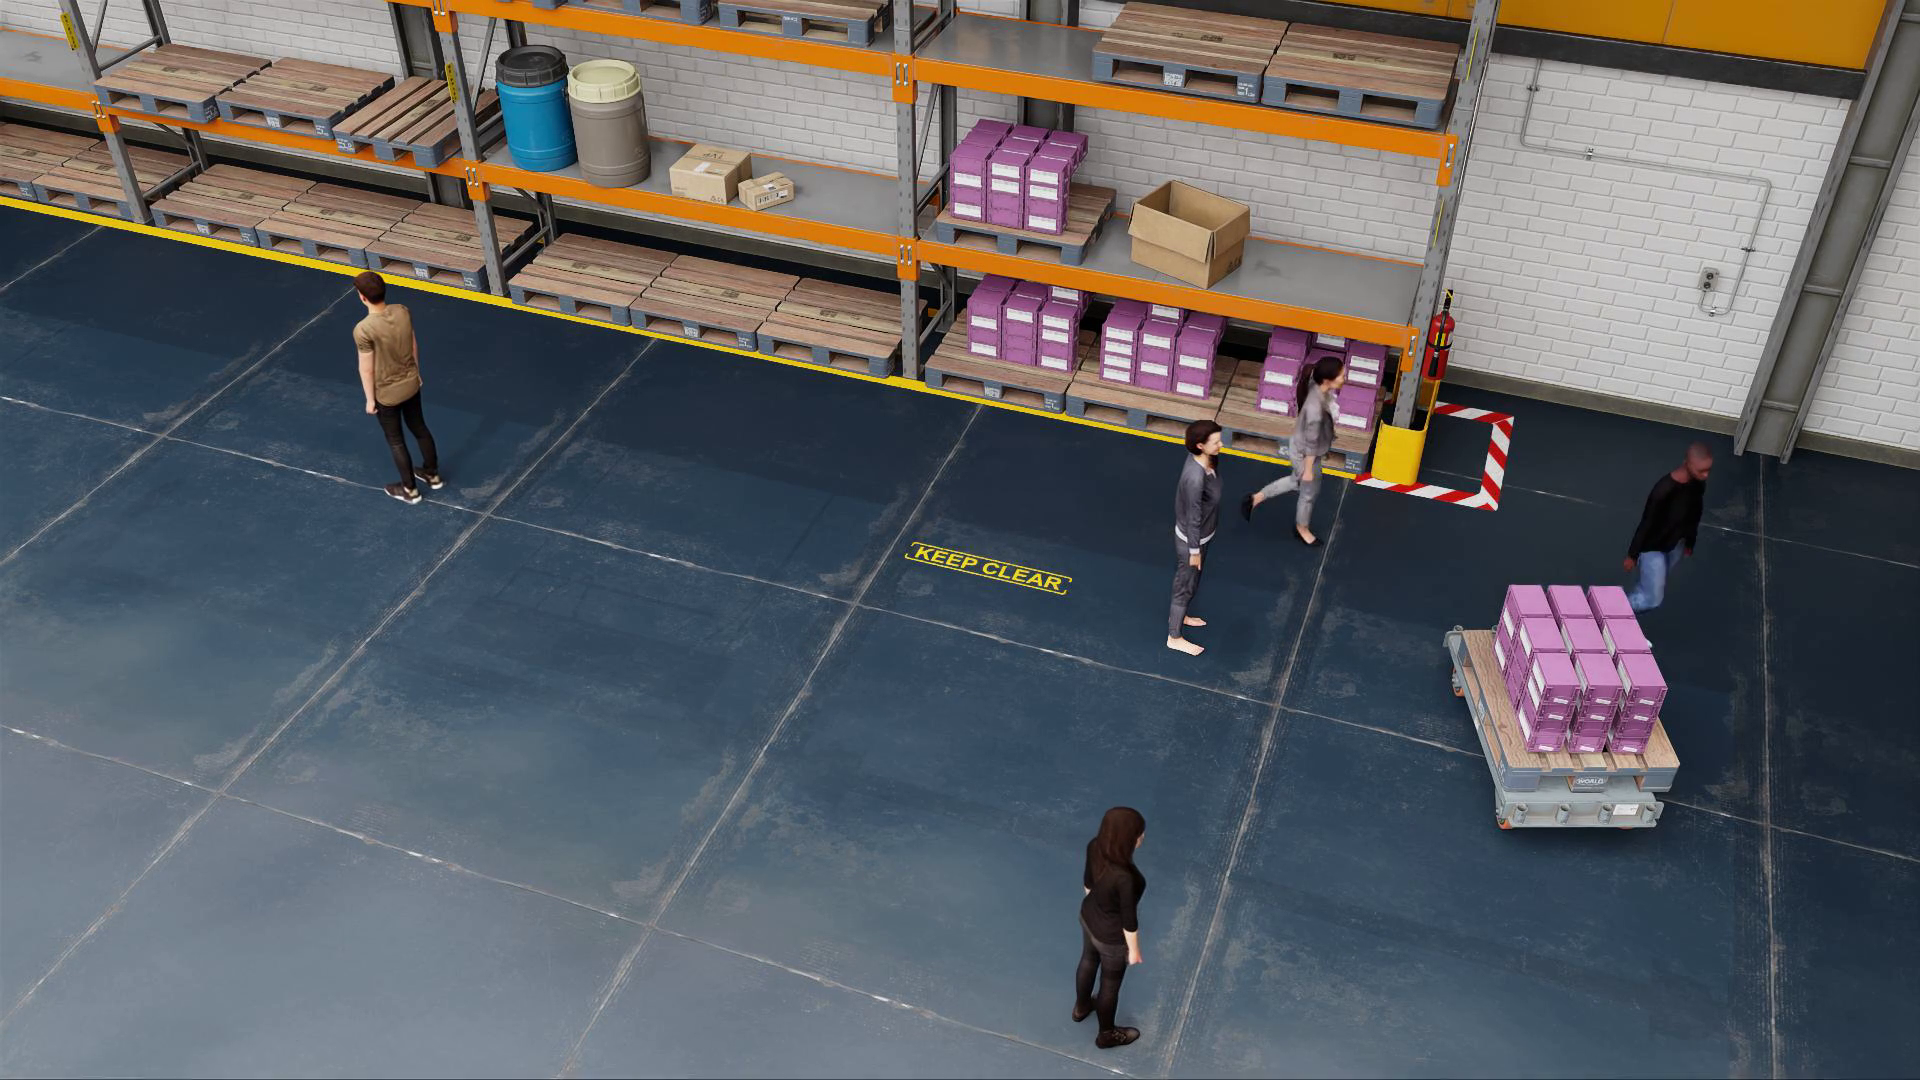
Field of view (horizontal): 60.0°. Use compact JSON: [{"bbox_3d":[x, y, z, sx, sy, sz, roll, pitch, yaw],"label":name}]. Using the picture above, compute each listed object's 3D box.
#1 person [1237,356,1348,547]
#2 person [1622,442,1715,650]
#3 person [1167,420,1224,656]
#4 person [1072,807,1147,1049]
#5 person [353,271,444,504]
[{"bbox_3d":[2.358,-0.598,11.677,0.911,1.649,0.701,7,39,9],"label":"person"},{"bbox_3d":[4.492,0.015,10.845,0.817,1.730,0.853,-24,45,-27],"label":"person"},{"bbox_3d":[1.533,-0.046,10.891,0.571,1.768,0.652,6,39,8],"label":"person"},{"bbox_3d":[0.743,1.970,8.469,0.712,1.640,0.641,-18,42,-21],"label":"person"},{"bbox_3d":[-4.120,-1.116,12.166,0.629,1.849,0.700,19,43,23],"label":"person"}]
